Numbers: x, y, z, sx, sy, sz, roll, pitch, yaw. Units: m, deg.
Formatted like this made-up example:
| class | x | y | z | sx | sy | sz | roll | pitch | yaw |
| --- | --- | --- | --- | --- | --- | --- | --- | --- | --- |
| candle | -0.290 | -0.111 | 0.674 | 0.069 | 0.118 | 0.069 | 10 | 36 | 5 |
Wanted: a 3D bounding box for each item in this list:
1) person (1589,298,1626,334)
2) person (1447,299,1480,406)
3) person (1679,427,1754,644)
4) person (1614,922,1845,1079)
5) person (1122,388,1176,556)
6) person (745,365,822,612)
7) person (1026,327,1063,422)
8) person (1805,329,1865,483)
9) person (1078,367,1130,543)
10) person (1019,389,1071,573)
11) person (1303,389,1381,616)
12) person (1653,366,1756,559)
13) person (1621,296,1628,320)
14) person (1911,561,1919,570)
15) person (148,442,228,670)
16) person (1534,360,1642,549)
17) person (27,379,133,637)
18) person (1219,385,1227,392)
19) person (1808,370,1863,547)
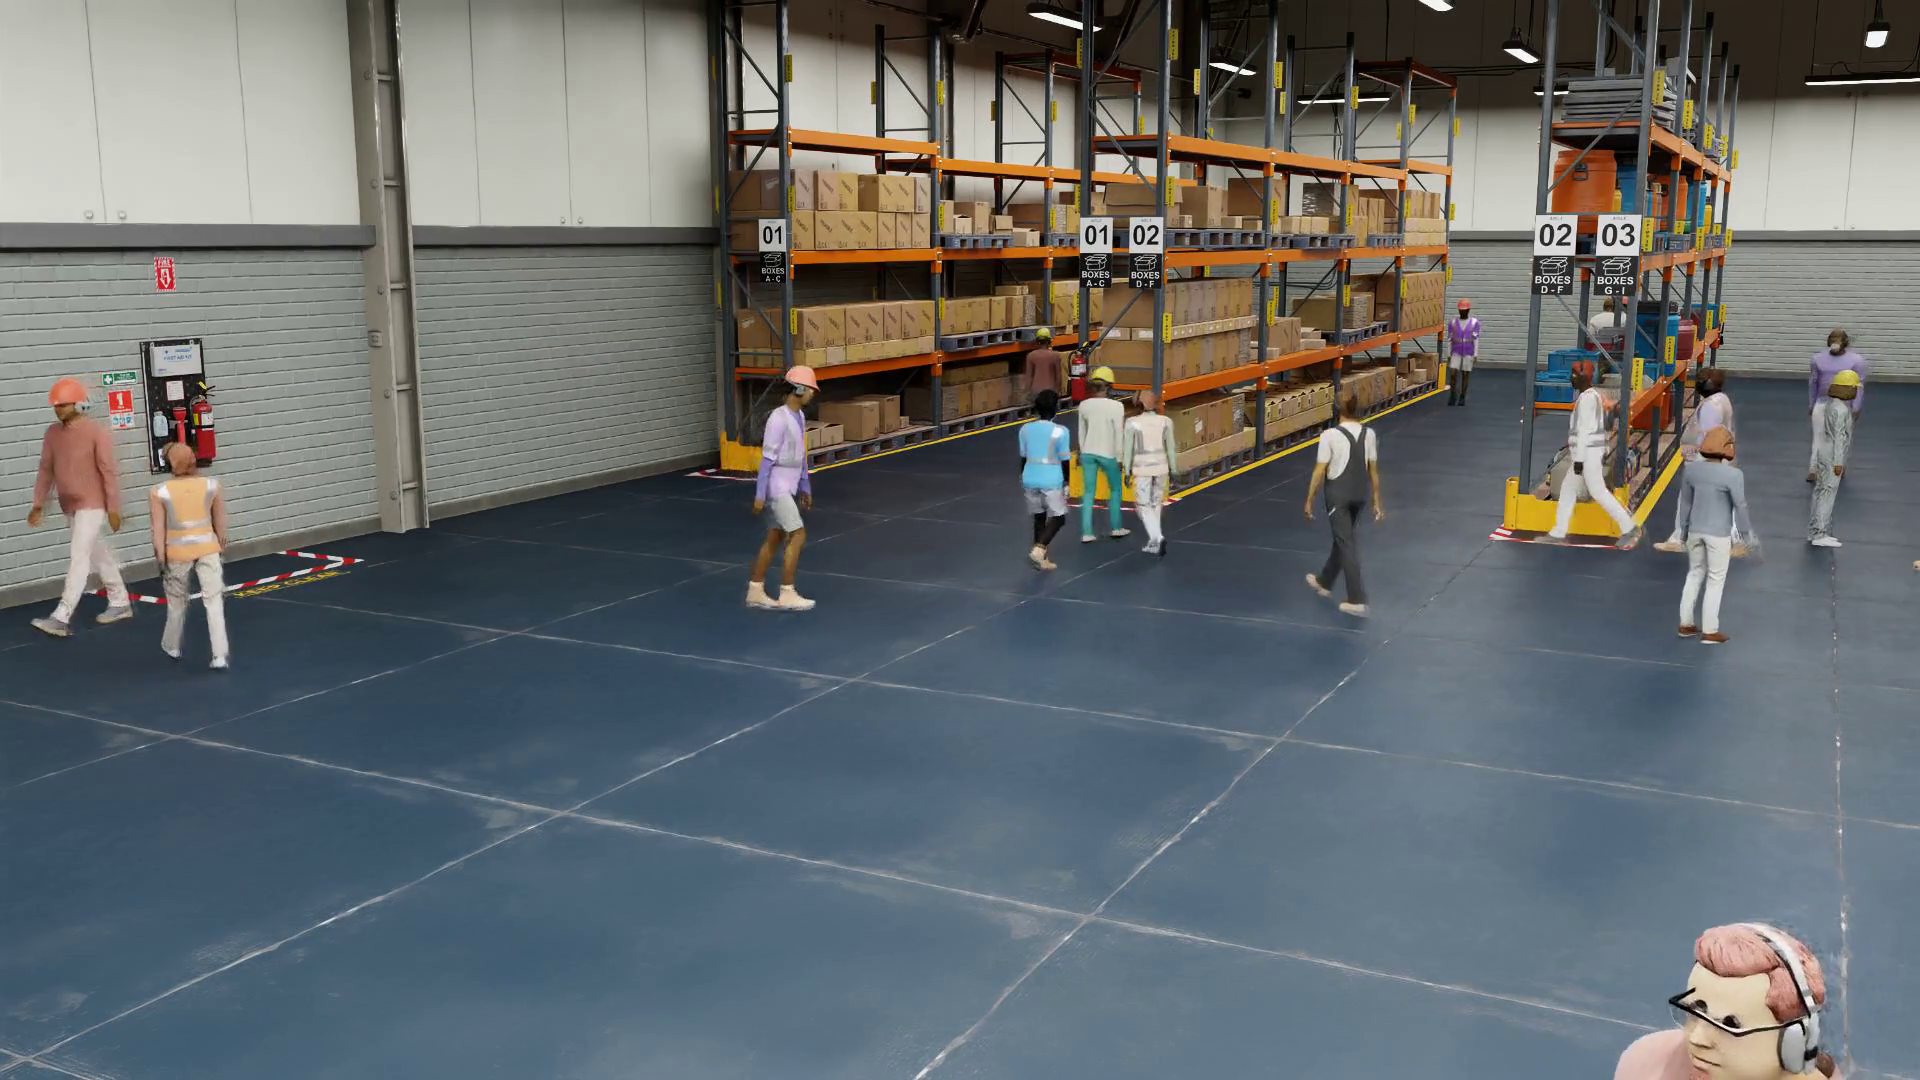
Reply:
| class | x | y | z | sx | sy | sz | roll | pitch | yaw |
| --- | --- | --- | --- | --- | --- | --- | --- | --- | --- |
| person | 11.449 | -3.313 | 29.445 | 0.627 | 1.935 | 0.371 | 7 | 13 | 34 |
| person | 8.916 | -3.313 | 29.516 | 0.546 | 1.914 | 0.722 | 4 | 11 | 20 |
| person | 5.609 | -0.033 | 12.397 | 0.319 | 1.633 | 0.514 | -5 | 12 | -26 |
| person | 1.239 | 1.584 | 2.883 | 0.878 | 1.872 | 0.673 | -6 | 12 | -28 |
| person | 1.808 | -0.615 | 15.607 | 0.539 | 1.614 | 0.614 | -4 | 11 | -19 |
| person | -1.423 | -0.408 | 13.423 | 0.752 | 1.991 | 0.624 | 1 | 10 | 6 |
| person | 1.163 | -2.113 | 23.391 | 0.534 | 1.749 | 0.511 | 5 | 11 | 23 |
| person | 10.806 | -1.657 | 20.556 | 0.648 | 1.889 | 1.014 | 9 | 14 | 41 |
| person | 1.448 | -0.852 | 16.565 | 0.549 | 1.738 | 0.763 | 7 | 12 | 32 |
| person | 0.735 | -0.504 | 14.826 | 0.535 | 1.683 | 0.504 | 7 | 13 | 35 |
| person | 3.092 | -0.331 | 13.555 | 0.563 | 1.793 | 0.961 | -5 | 11 | -24 |
| person | 7.105 | -0.733 | 15.719 | 0.861 | 1.812 | 0.632 | 6 | 12 | 30 |
| person | 12.497 | -3.682 | 31.538 | 0.604 | 1.911 | 0.563 | -6 | 12 | -30 |
| person | 8.788 | -0.578 | 14.819 | 0.595 | 1.823 | 0.660 | 5 | 11 | 24 |
| person | -5.415 | 0.109 | 11.698 | 0.508 | 1.594 | 0.875 | -8 | 13 | -37 |
| person | 6.181 | -0.828 | 16.167 | 0.947 | 1.845 | 0.646 | 4 | 11 | 22 |
| person | -6.810 | -0.257 | 12.735 | 0.635 | 1.938 | 1.006 | 5 | 11 | 24 |
| person | 4.831 | -3.729 | 31.976 | 0.935 | 1.854 | 0.581 | -6 | 12 | -29 |
| person | 8.587 | -0.801 | 16.301 | 0.353 | 1.732 | 0.480 | 3 | 11 | 15 |
